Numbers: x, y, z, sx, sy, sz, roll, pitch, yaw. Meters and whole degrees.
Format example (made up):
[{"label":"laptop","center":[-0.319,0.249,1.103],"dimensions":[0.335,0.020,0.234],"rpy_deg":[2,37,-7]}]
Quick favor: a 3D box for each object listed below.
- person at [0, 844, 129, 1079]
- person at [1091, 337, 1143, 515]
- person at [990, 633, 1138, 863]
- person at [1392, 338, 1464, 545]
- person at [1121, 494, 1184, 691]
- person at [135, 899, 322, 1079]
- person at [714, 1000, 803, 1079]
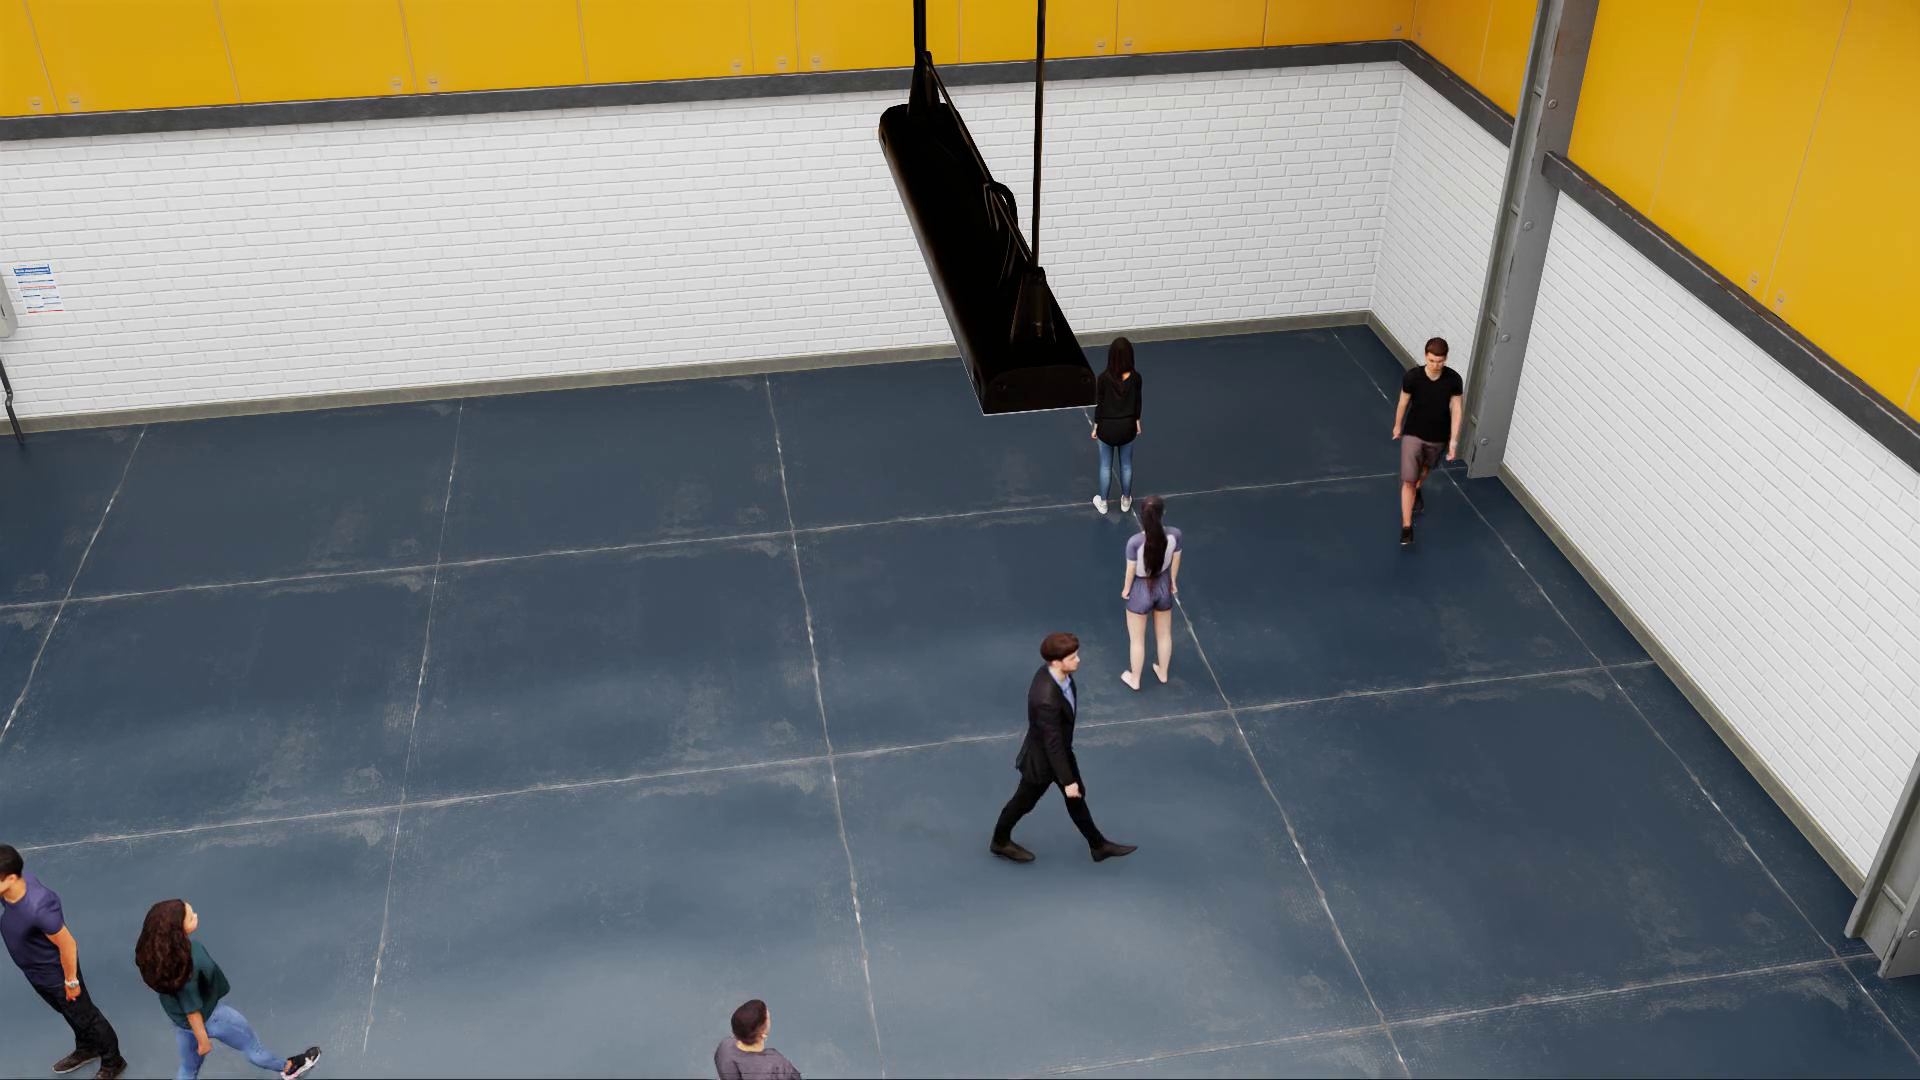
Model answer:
[{"label":"person","center":[-5.013,2.342,9.189],"dimensions":[0.705,1.790,0.756],"rpy_deg":[20,38,27]},{"label":"person","center":[1.349,-0.986,14.326],"dimensions":[0.588,1.645,0.530],"rpy_deg":[-3,34,-5]},{"label":"person","center":[0.471,1.378,10.597],"dimensions":[1.124,1.837,1.243],"rpy_deg":[10,35,15]},{"label":"person","center":[3.962,-0.936,14.112],"dimensions":[0.903,1.801,1.317],"rpy_deg":[4,34,6]},{"label":"person","center":[1.412,0.389,12.256],"dimensions":[0.615,1.649,0.543],"rpy_deg":[-10,35,-14]},{"label":"person","center":[-4.193,2.605,8.979],"dimensions":[1.036,1.585,1.018],"rpy_deg":[27,42,35]},{"label":"person","center":[-1.023,3.021,8.236],"dimensions":[1.126,1.715,1.186],"rpy_deg":[21,39,28]}]
